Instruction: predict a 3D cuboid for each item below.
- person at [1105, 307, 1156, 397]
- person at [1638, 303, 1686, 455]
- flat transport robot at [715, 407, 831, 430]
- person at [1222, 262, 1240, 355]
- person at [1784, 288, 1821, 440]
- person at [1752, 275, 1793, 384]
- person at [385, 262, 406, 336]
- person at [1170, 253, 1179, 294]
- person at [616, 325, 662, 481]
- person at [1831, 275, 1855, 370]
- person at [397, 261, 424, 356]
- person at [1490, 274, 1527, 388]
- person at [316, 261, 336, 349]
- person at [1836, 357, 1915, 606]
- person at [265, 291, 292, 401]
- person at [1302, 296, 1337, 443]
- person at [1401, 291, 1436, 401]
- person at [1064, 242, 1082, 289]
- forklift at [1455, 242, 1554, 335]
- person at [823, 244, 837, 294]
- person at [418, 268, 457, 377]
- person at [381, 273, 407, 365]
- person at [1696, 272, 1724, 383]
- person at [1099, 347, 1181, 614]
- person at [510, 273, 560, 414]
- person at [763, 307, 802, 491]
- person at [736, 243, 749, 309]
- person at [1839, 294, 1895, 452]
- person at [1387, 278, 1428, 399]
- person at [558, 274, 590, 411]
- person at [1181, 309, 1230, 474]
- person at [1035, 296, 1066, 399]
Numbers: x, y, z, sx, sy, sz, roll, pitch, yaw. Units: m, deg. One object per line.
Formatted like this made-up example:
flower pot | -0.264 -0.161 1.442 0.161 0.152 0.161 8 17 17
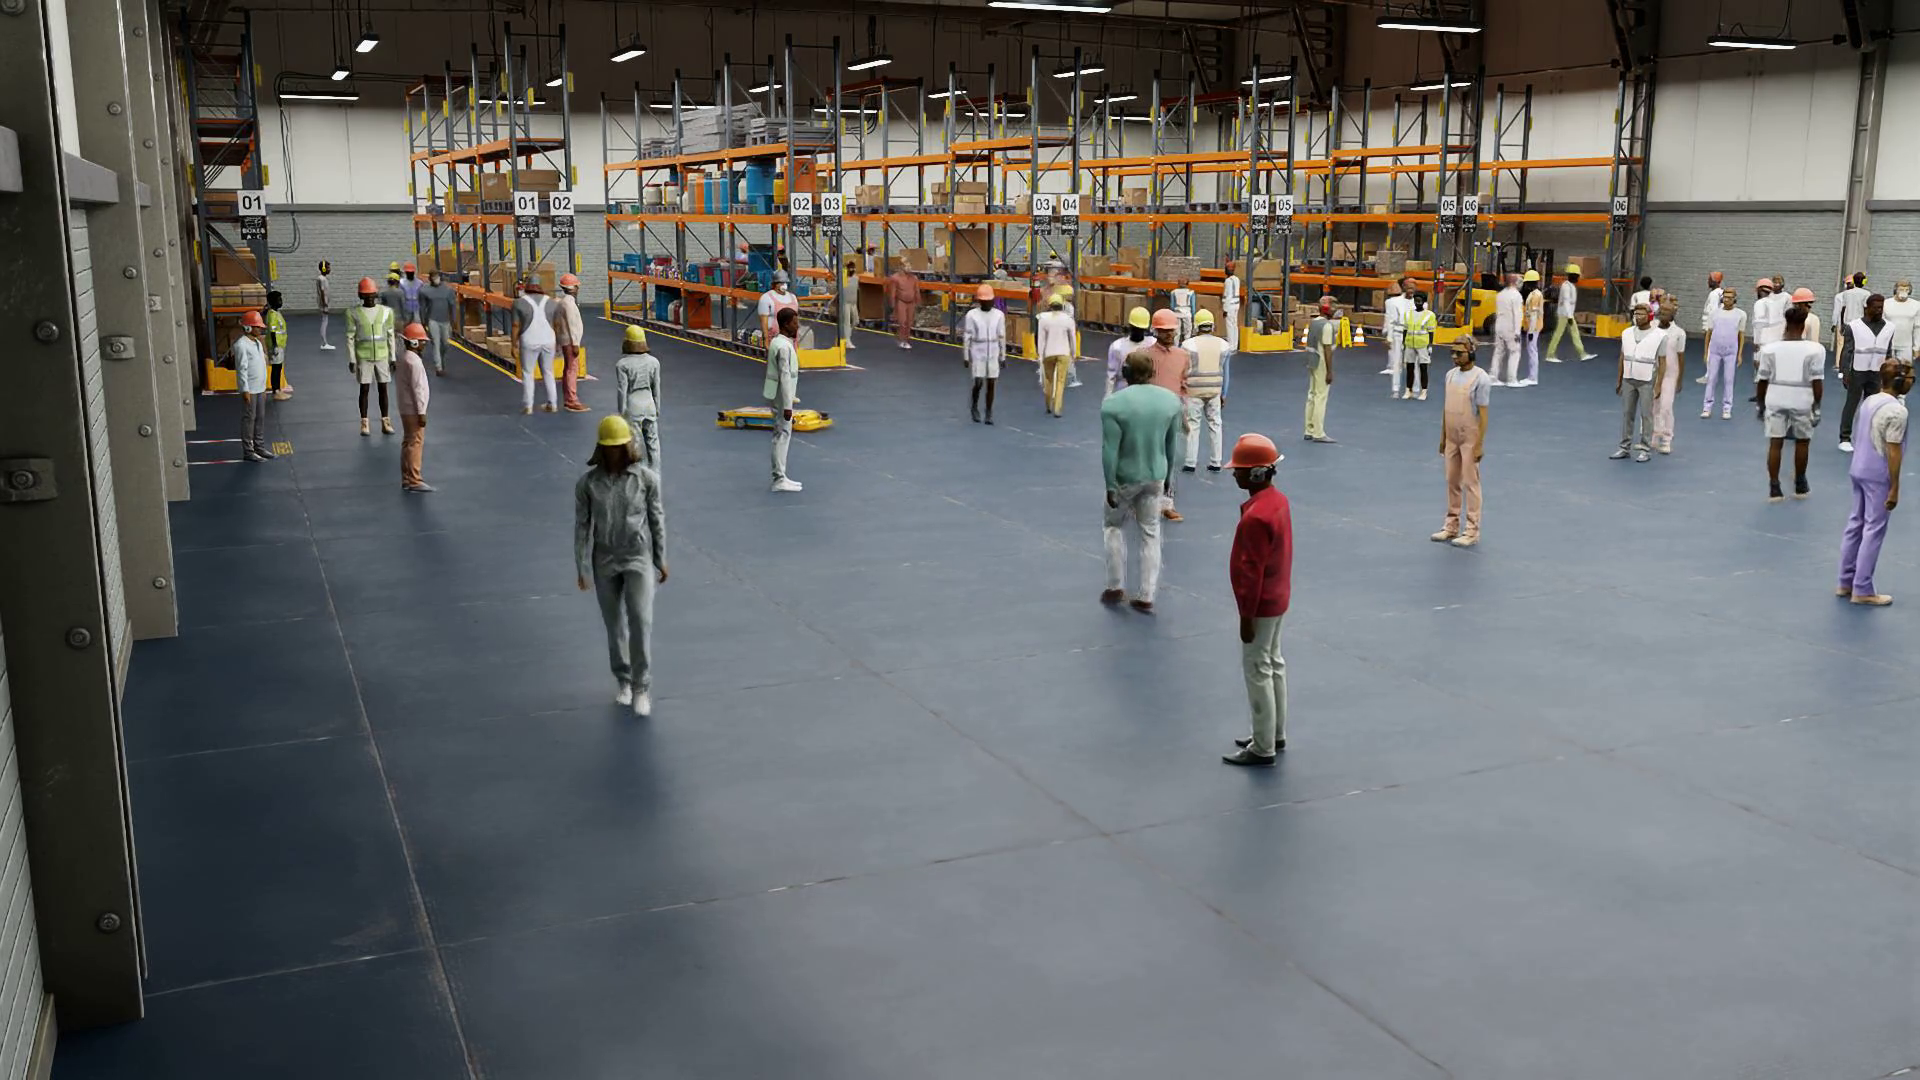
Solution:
person | 1.823 -1.467 17.340 0.624 1.895 0.660 0 11 1
person | 8.406 -1.938 19.976 0.521 1.814 0.590 10 15 42
flat transport robot | -2.517 -1.643 22.392 1.431 0.197 0.652 5 12 22
person | 5.511 -4.711 33.880 0.357 1.881 0.574 6 13 29
person | 10.698 -2.235 21.200 0.544 1.925 0.386 -10 15 -42
person | 13.676 -3.531 27.973 0.506 1.847 0.343 11 15 43
person | -13.176 -5.638 38.961 0.516 1.729 0.352 -5 12 -24
person | 6.652 -8.026 51.351 0.273 1.636 0.507 -3 11 -13
person | -3.279 -1.311 16.949 0.487 1.746 0.287 -9 15 -40
person | 16.287 -3.983 30.521 0.561 1.744 0.338 1 11 5
person | -11.142 -4.694 33.745 0.552 1.914 0.831 -5 12 -24
person | 9.095 -3.462 27.565 0.501 1.882 0.680 -3 11 -13
person | -13.464 -4.970 35.264 0.327 1.861 0.511 -4 12 -20
person | 6.761 -0.427 12.244 0.356 1.838 0.500 0 11 0
person | -10.529 -2.989 25.620 0.320 1.689 0.538 -3 11 -14
person | 4.530 -2.148 20.955 0.387 1.841 0.565 -2 11 -9
person | 7.049 -2.987 25.611 0.532 1.693 0.319 9 14 39
person | 3.509 -7.997 50.171 0.540 2.000 0.698 10 15 42
forklift | 13.047 -6.049 39.881 2.313 2.155 1.214 -5 12 -23
person | -3.890 -8.053 50.762 0.593 1.922 0.392 -8 14 -36
person | -9.294 -3.882 29.583 0.635 1.918 0.731 -6 13 -28
person | -10.722 -4.190 31.605 0.527 1.736 0.614 2 11 10
person | 12.779 -3.603 28.241 0.341 1.882 0.587 9 14 38
person | 1.267 -0.440 12.089 0.638 1.916 0.689 -3 11 -14
person | -6.129 -2.839 23.958 0.719 2.000 0.542 -7 13 -32
person | -1.846 -1.457 17.285 0.391 1.911 0.584 -2 11 -12
person | -6.553 -7.932 49.984 0.446 1.984 0.804 -8 14 -36
person | 10.954 -2.018 20.127 0.585 1.910 0.383 0 11 -2
person | 6.960 -3.131 25.863 0.587 1.877 0.365 3 12 16
person | -5.659 -2.873 24.241 0.374 1.997 0.613 -5 12 -23
person | 2.685 -1.637 18.418 0.589 1.824 0.400 -3 11 -14
person | 1.426 -3.006 25.961 0.515 1.590 0.885 1 11 7
